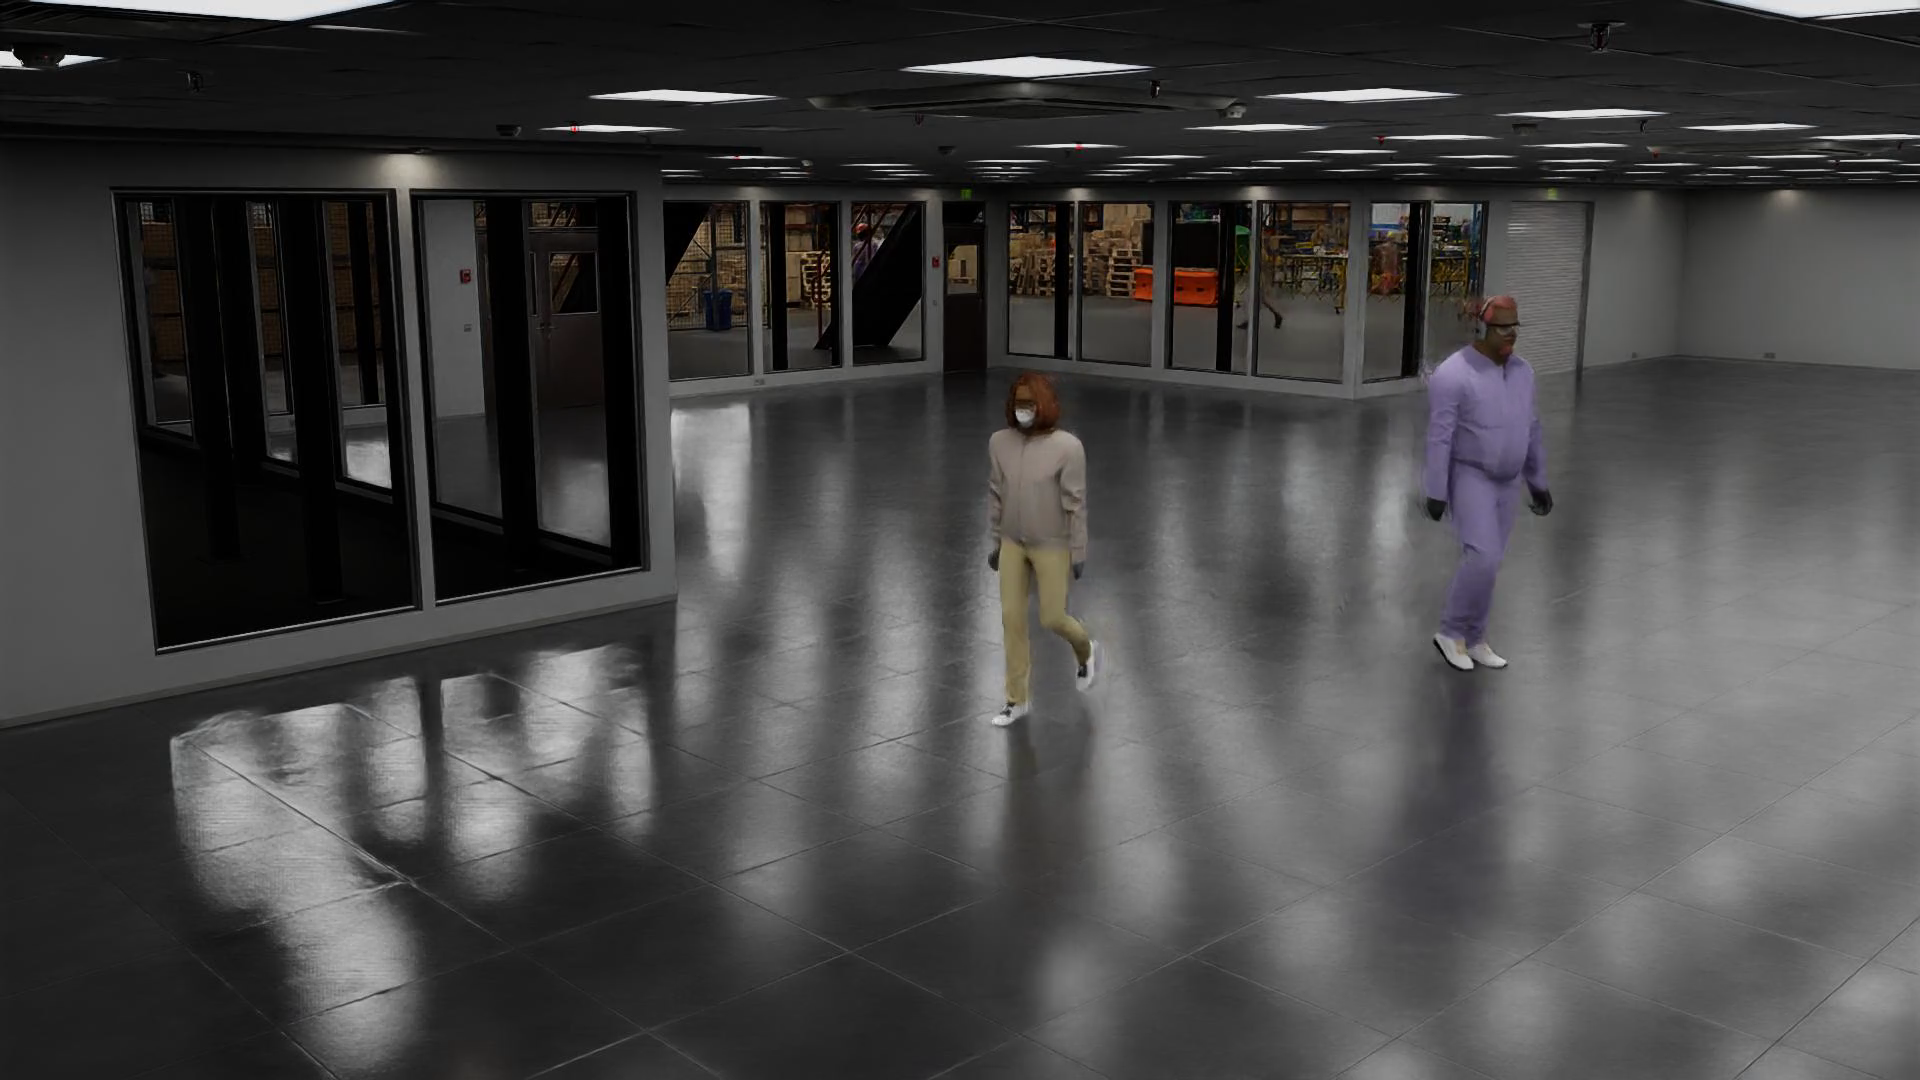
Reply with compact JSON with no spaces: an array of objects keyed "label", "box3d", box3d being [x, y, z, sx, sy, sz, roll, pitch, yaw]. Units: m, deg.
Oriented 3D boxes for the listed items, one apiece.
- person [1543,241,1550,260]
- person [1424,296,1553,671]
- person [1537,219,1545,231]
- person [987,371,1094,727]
[{"label":"person","box3d":[18.195,-8.862,51.485,0.533,1.864,0.310,4,12,18]},{"label":"person","box3d":[2.672,-0.276,8.376,0.651,1.891,0.458,-7,13,-33]},{"label":"person","box3d":[27.573,-14.425,79.293,0.645,1.889,0.576,1,11,5]},{"label":"person","box3d":[0.383,0.022,7.602,0.508,1.619,0.592,7,13,32]}]
